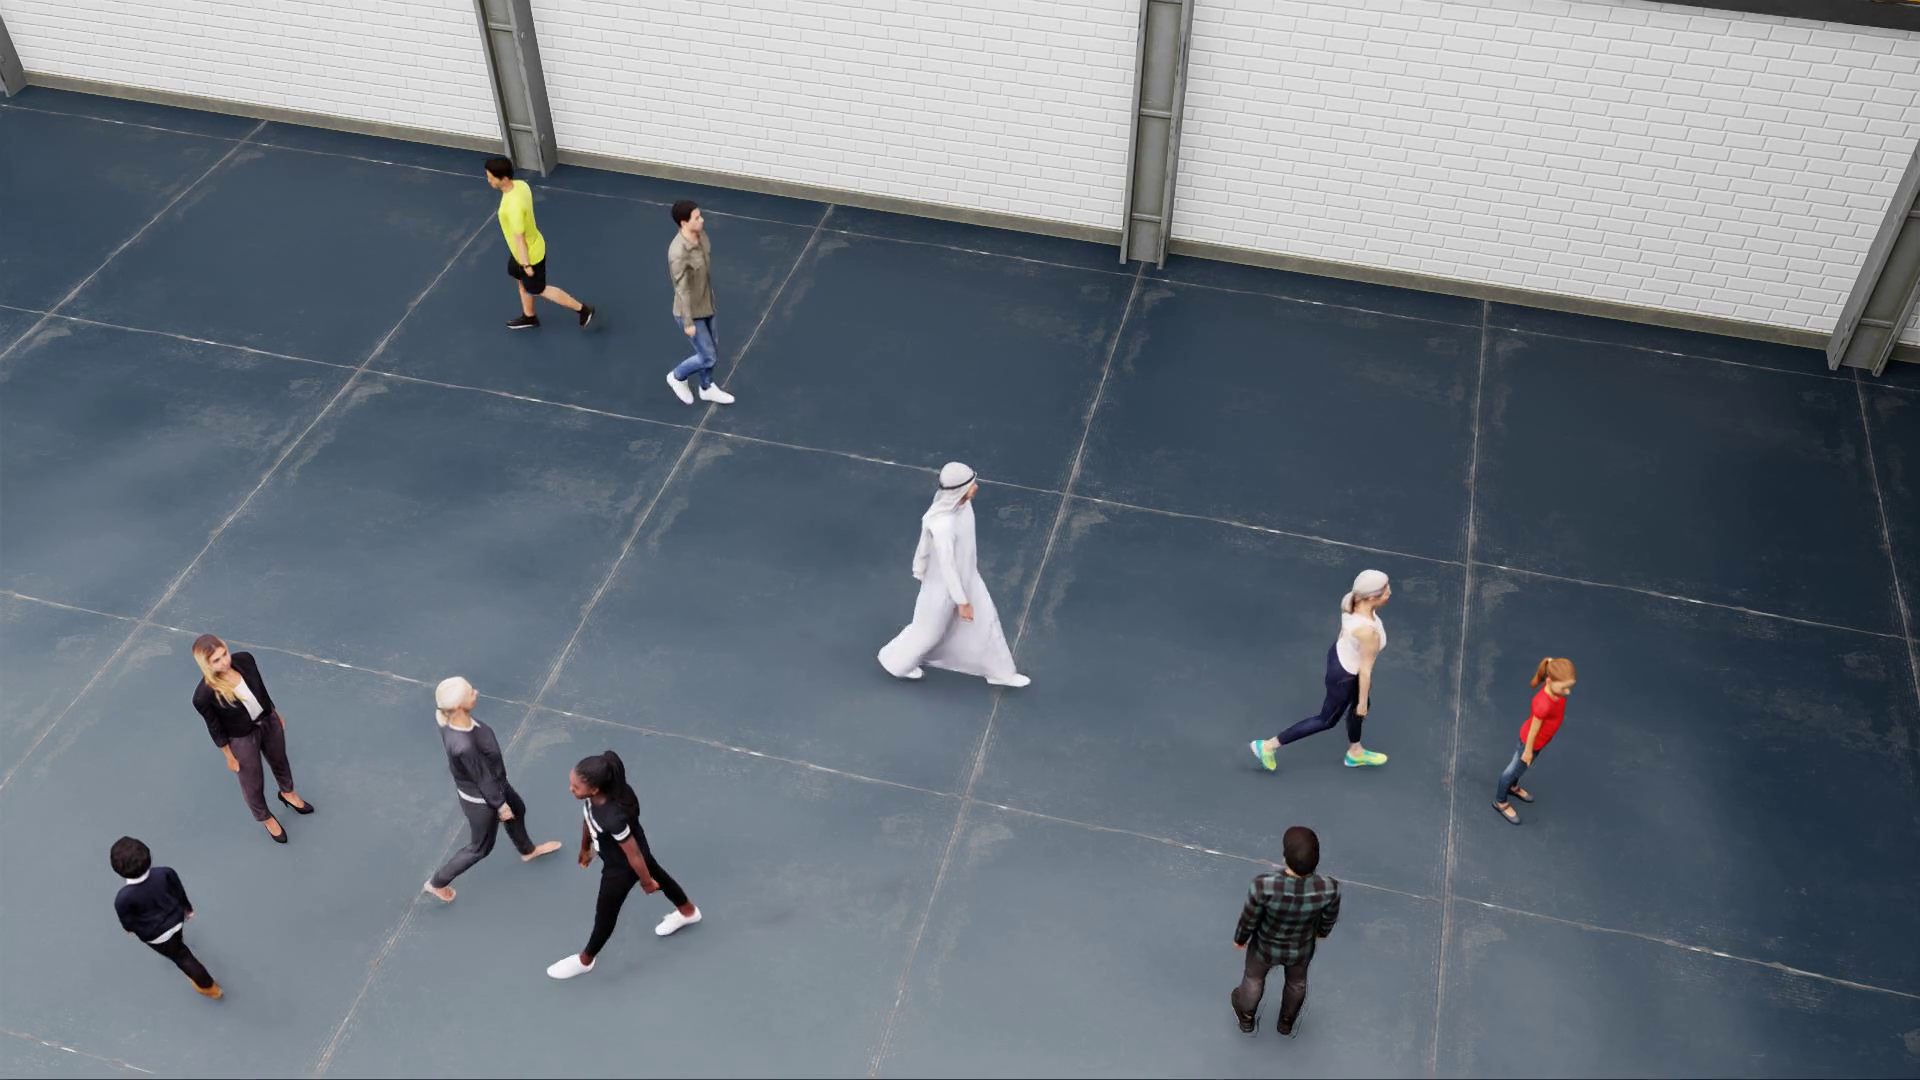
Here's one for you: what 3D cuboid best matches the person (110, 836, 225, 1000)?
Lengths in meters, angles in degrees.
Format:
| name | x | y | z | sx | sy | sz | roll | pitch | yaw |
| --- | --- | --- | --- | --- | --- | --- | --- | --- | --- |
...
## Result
| name | x | y | z | sx | sy | sz | roll | pitch | yaw |
| --- | --- | --- | --- | --- | --- | --- | --- | --- | --- |
| person | -4.394 | 2.132 | 9.223 | 0.905 | 1.193 | 0.654 | 24 | 49 | 23 |

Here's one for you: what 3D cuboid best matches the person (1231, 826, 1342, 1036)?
| name | x | y | z | sx | sy | sz | roll | pitch | yaw |
| --- | --- | --- | --- | --- | --- | --- | --- | --- | --- |
| person | 1.727 | 2.078 | 8.766 | 0.591 | 1.713 | 0.779 | 4 | 44 | 4 |

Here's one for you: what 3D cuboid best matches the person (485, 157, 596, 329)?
| name | x | y | z | sx | sy | sz | roll | pitch | yaw |
| --- | --- | --- | --- | --- | --- | --- | --- | --- | --- |
| person | -3.456 | -2.399 | 13.630 | 1.106 | 1.674 | 0.883 | -5 | 44 | -5 |

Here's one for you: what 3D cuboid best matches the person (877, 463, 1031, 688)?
| name | x | y | z | sx | sy | sz | roll | pitch | yaw |
| --- | --- | --- | --- | --- | --- | --- | --- | --- | --- |
| person | -0.160 | 0.258 | 10.691 | 1.268 | 1.881 | 0.745 | 14 | 45 | 14 |

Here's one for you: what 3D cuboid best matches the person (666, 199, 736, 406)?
| name | x | y | z | sx | sy | sz | roll | pitch | yaw |
| --- | --- | --- | --- | --- | --- | --- | --- | --- | --- |
| person | -2.129 | -1.814 | 12.884 | 0.739 | 1.856 | 0.696 | 11 | 45 | 11 |

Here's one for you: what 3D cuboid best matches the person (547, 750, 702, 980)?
| name | x | y | z | sx | sy | sz | roll | pitch | yaw |
| --- | --- | --- | --- | --- | --- | --- | --- | --- | --- |
| person | -1.792 | 1.752 | 9.267 | 1.203 | 1.682 | 1.102 | -20 | 47 | -20 |

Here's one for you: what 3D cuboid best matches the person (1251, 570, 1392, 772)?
| name | x | y | z | sx | sy | sz | roll | pitch | yaw |
| --- | --- | --- | --- | --- | --- | --- | --- | --- | --- |
| person | 2.276 | 0.848 | 10.223 | 1.205 | 1.673 | 0.834 | 2 | 44 | 2 |

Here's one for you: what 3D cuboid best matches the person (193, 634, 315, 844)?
| name | x | y | z | sx | sy | sz | roll | pitch | yaw |
| --- | --- | --- | --- | --- | --- | --- | --- | --- | --- |
| person | -4.222 | 1.160 | 9.896 | 0.577 | 1.671 | 0.633 | 18 | 46 | 18 |

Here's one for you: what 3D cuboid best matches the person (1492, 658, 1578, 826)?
| name | x | y | z | sx | sy | sz | roll | pitch | yaw |
| --- | --- | --- | --- | --- | --- | --- | --- | --- | --- |
| person | 3.500 | 1.187 | 10.129 | 0.577 | 1.310 | 0.548 | 31 | 52 | 28 |

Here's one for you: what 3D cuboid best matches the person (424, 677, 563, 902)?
| name | x | y | z | sx | sy | sz | roll | pitch | yaw |
| --- | --- | --- | --- | --- | --- | --- | --- | --- | --- |
| person | -2.844 | 1.455 | 9.567 | 1.126 | 1.699 | 1.011 | -16 | 46 | -16 |
